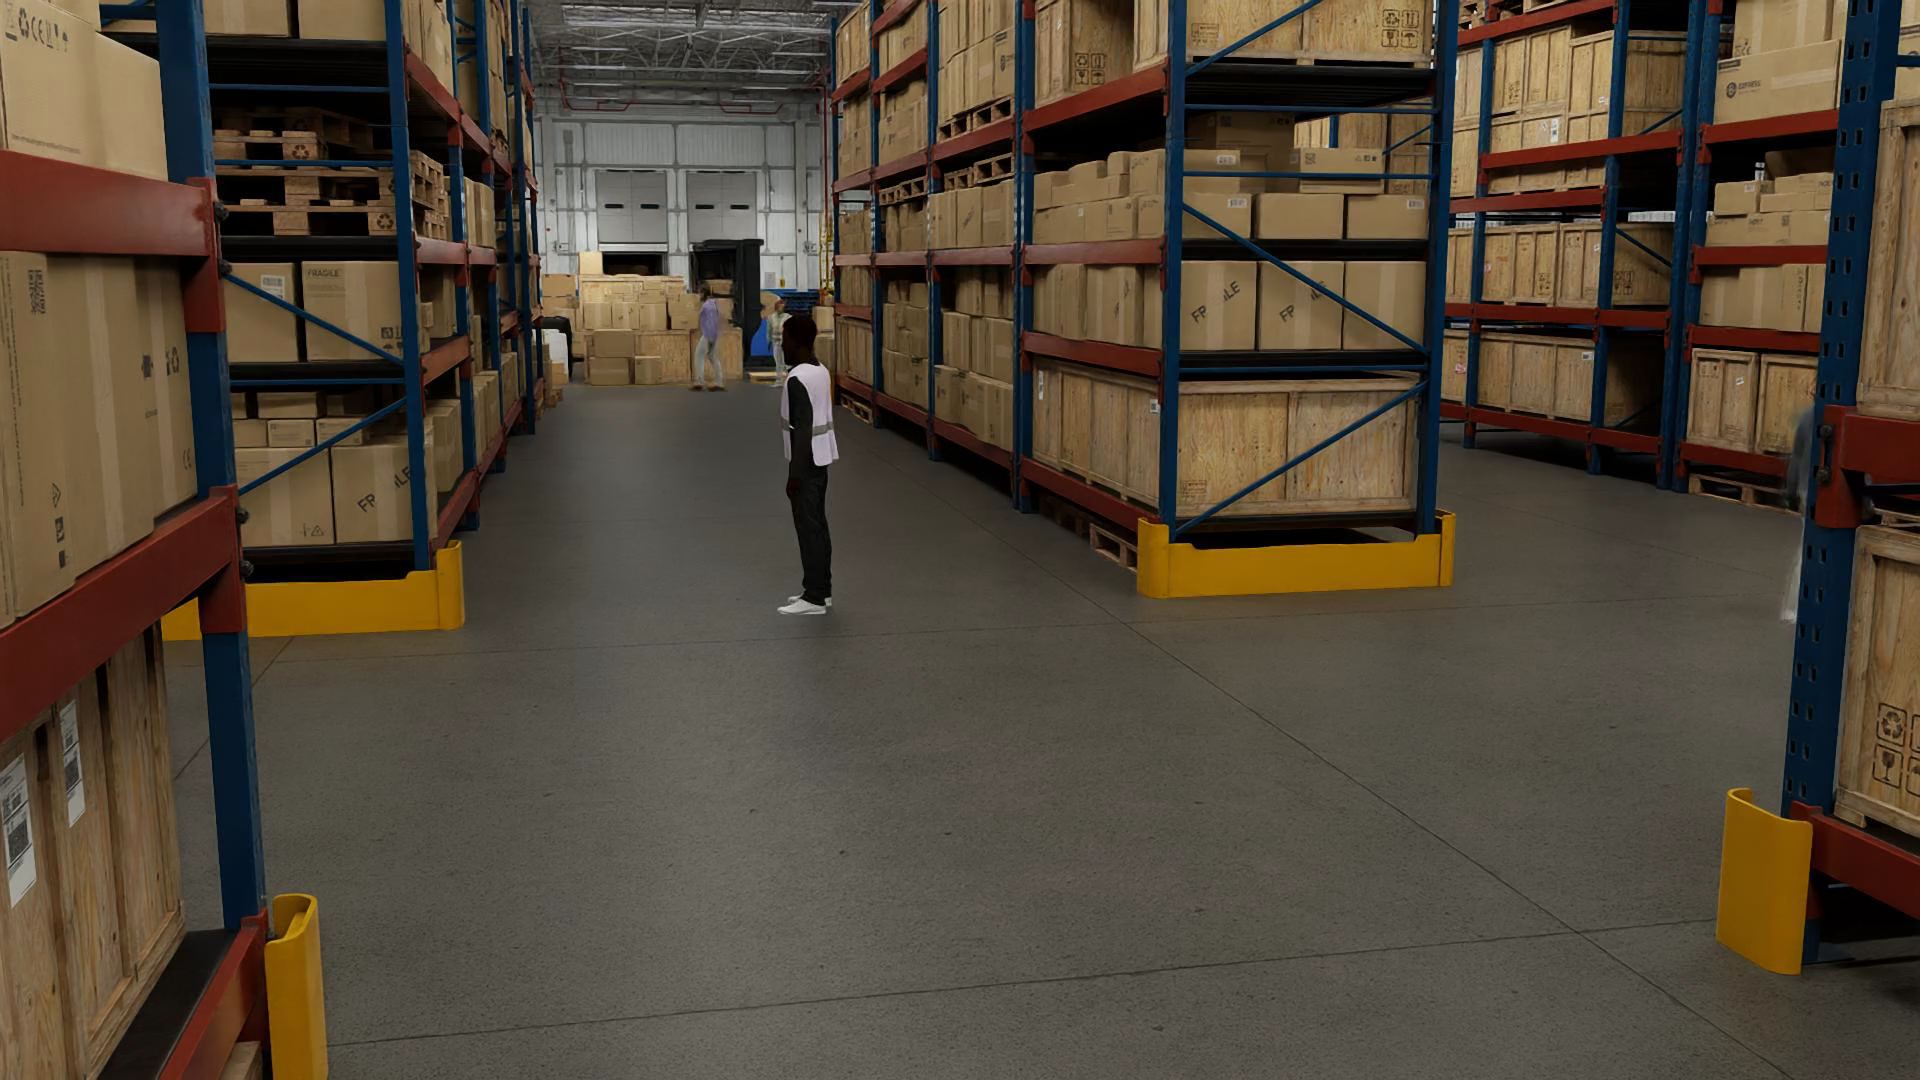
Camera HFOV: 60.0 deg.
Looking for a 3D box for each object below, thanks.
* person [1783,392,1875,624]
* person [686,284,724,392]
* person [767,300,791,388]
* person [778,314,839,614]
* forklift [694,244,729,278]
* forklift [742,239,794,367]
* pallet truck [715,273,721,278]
[{"bbox_3d":[5.478,-0.278,10.364,0.729,1.602,0.535,-2,10,-14],"label":"person"},{"bbox_3d":[-4.581,-3.573,29.547,0.812,1.906,0.652,-1,9,-4],"label":"person"},{"bbox_3d":[-3.286,-3.589,30.534,0.534,1.615,0.389,3,10,16],"label":"person"},{"bbox_3d":[-0.975,-0.479,10.670,0.375,1.917,0.599,1,9,8],"label":"person"},{"bbox_3d":[-6.670,-6.553,44.766,1.129,2.768,1.873,-4,10,-21],"label":"forklift"},{"bbox_3d":[-4.510,-5.153,36.233,1.873,2.768,1.129,-2,10,-13],"label":"forklift"},{"bbox_3d":[-8.580,-8.986,62.280,1.885,1.965,0.823,1,9,5],"label":"pallet truck"}]
